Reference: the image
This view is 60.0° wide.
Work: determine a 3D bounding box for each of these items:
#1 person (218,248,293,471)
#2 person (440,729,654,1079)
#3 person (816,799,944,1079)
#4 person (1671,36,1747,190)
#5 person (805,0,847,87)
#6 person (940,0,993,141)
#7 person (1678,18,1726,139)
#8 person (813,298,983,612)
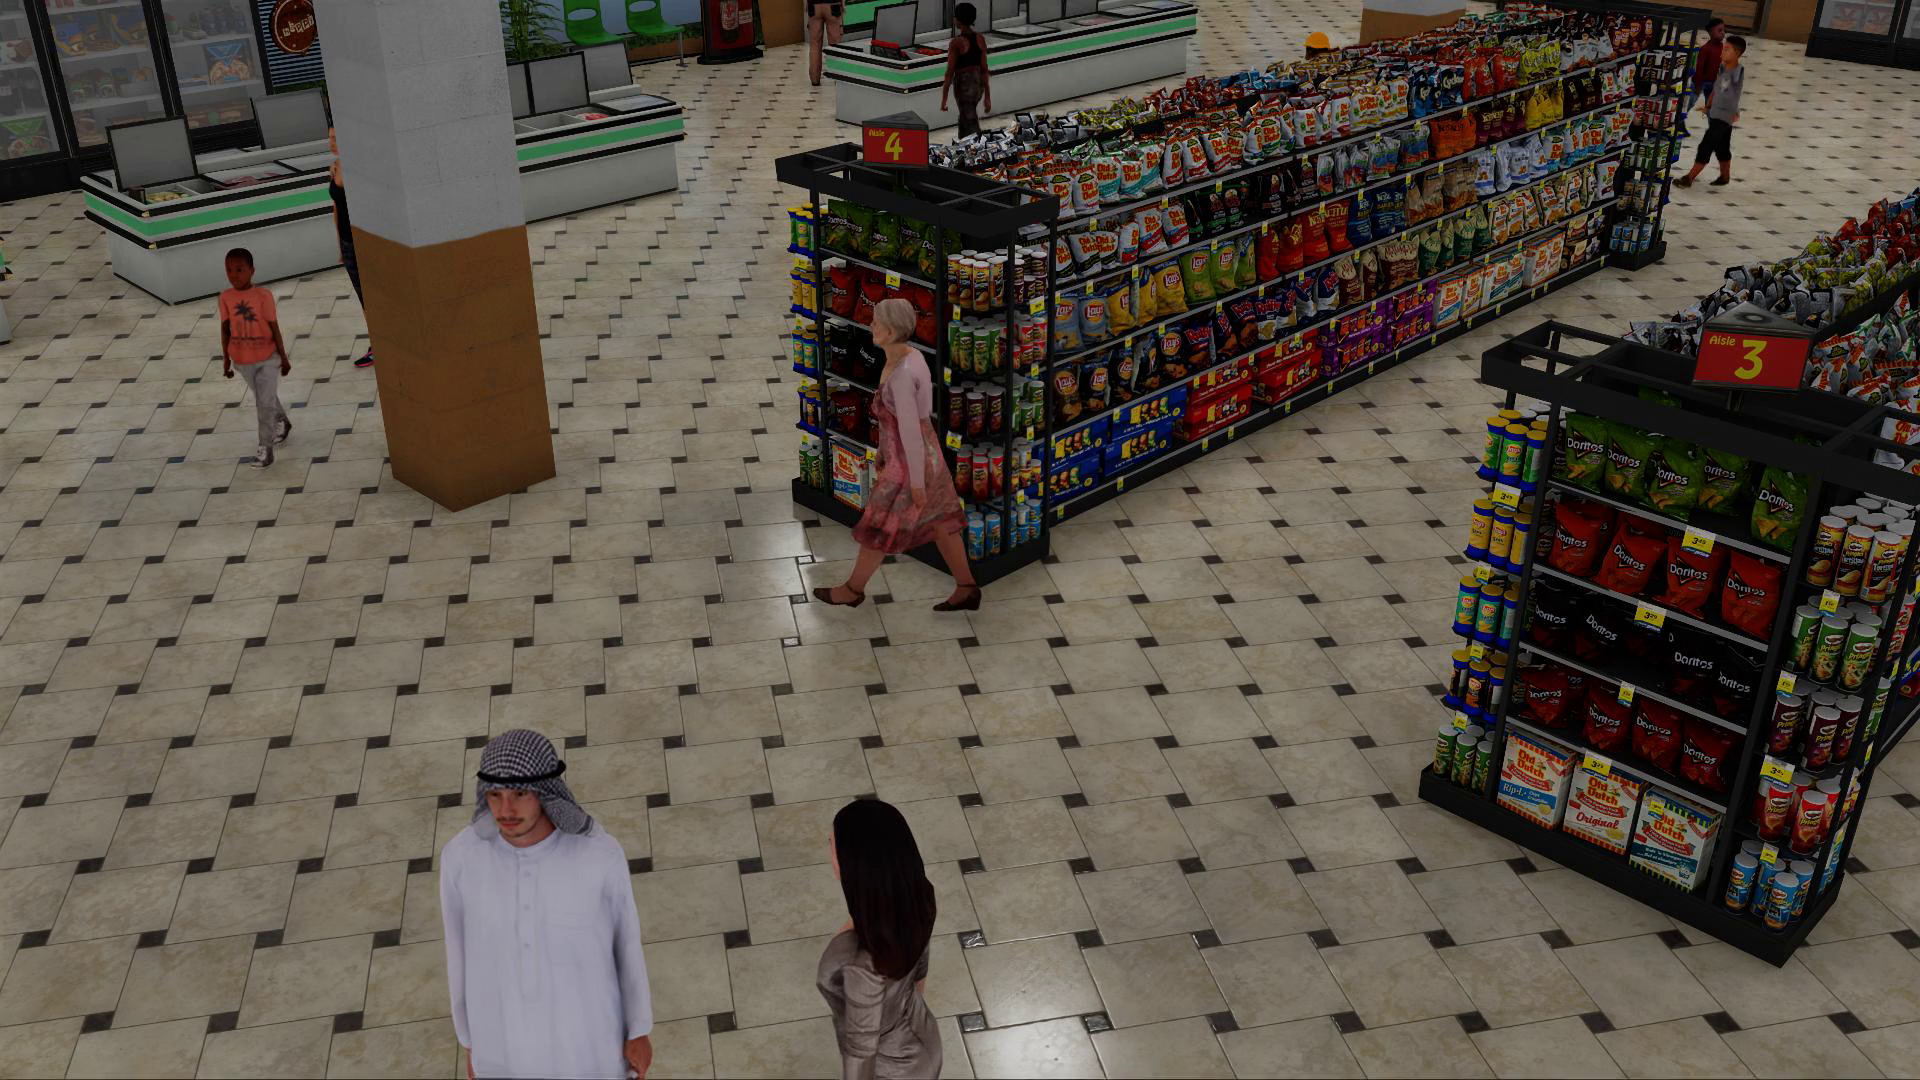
[{"bbox_3d":[-4.239,-1.130,10.058,0.850,1.280,0.923,0,27,1],"label":"person"},{"bbox_3d":[-1.101,1.328,4.497,0.810,1.926,0.881,-2,27,-3],"label":"person"},{"bbox_3d":[-0.192,1.440,4.478,0.727,1.743,0.596,9,28,18],"label":"person"},{"bbox_3d":[7.249,-4.048,15.643,1.011,1.434,0.908,-3,27,-7],"label":"person"},{"bbox_3d":[-1.612,-6.339,19.708,0.775,1.842,0.798,4,27,8],"label":"person"},{"bbox_3d":[0.123,-4.094,15.500,1.114,1.644,0.757,-18,32,-32],"label":"person"},{"bbox_3d":[7.710,-4.781,17.315,0.875,1.227,0.783,-10,29,-20],"label":"person"},{"bbox_3d":[-0.156,-0.347,8.111,1.063,1.645,1.068,3,27,5],"label":"person"}]
